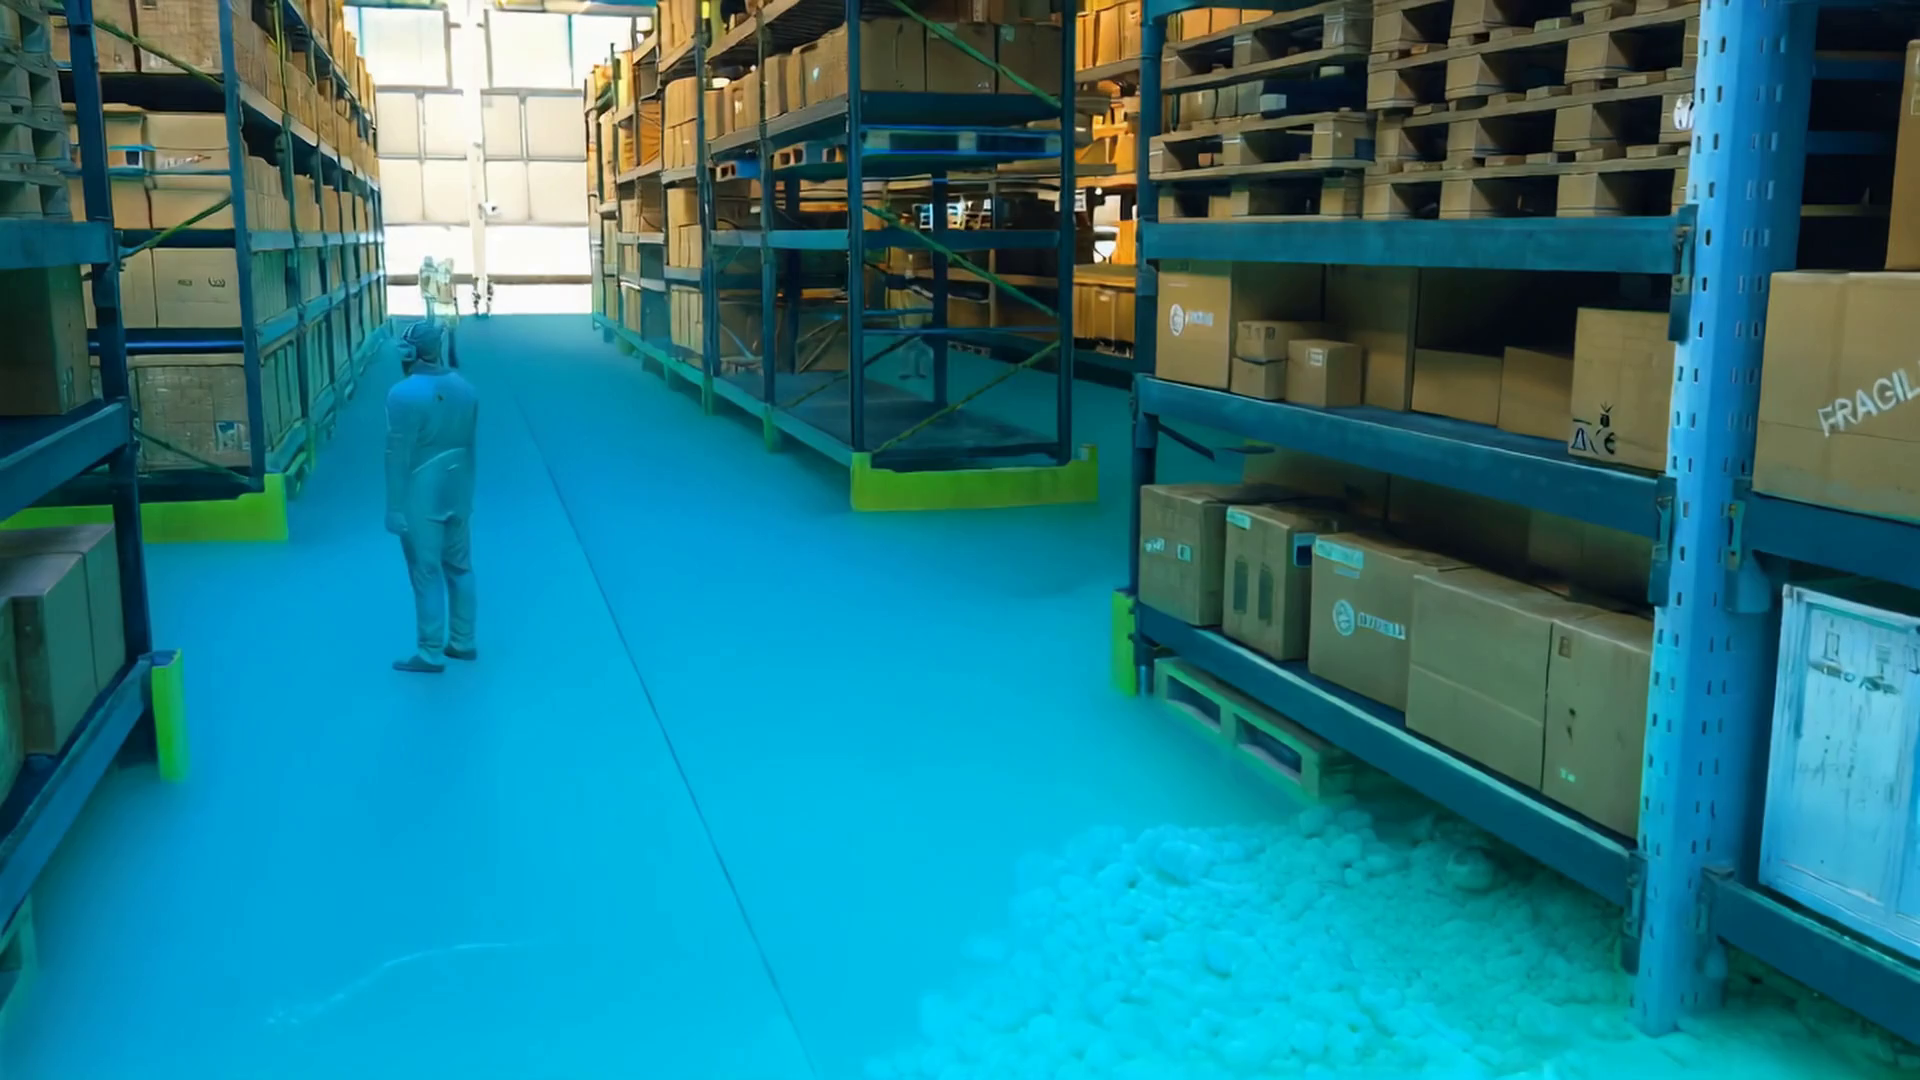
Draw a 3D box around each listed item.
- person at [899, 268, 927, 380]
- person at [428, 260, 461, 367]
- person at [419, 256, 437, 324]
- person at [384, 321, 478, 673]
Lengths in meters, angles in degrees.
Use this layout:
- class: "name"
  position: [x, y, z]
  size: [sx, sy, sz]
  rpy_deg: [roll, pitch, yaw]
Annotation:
- class: "person"
  position: [-0.807, -3.546, 27.379]
  size: [0.403, 1.834, 0.589]
  rpy_deg: [8, 13, 38]
- class: "person"
  position: [-9.297, -4.085, 30.050]
  size: [0.548, 1.937, 0.358]
  rpy_deg: [-10, 14, -43]
- class: "person"
  position: [-13.843, -6.481, 43.453]
  size: [0.634, 1.840, 0.429]
  rpy_deg: [8, 13, 38]
- class: "person"
  position: [-2.892, -0.234, 9.052]
  size: [0.400, 1.902, 0.641]
  rpy_deg: [4, 11, 20]
